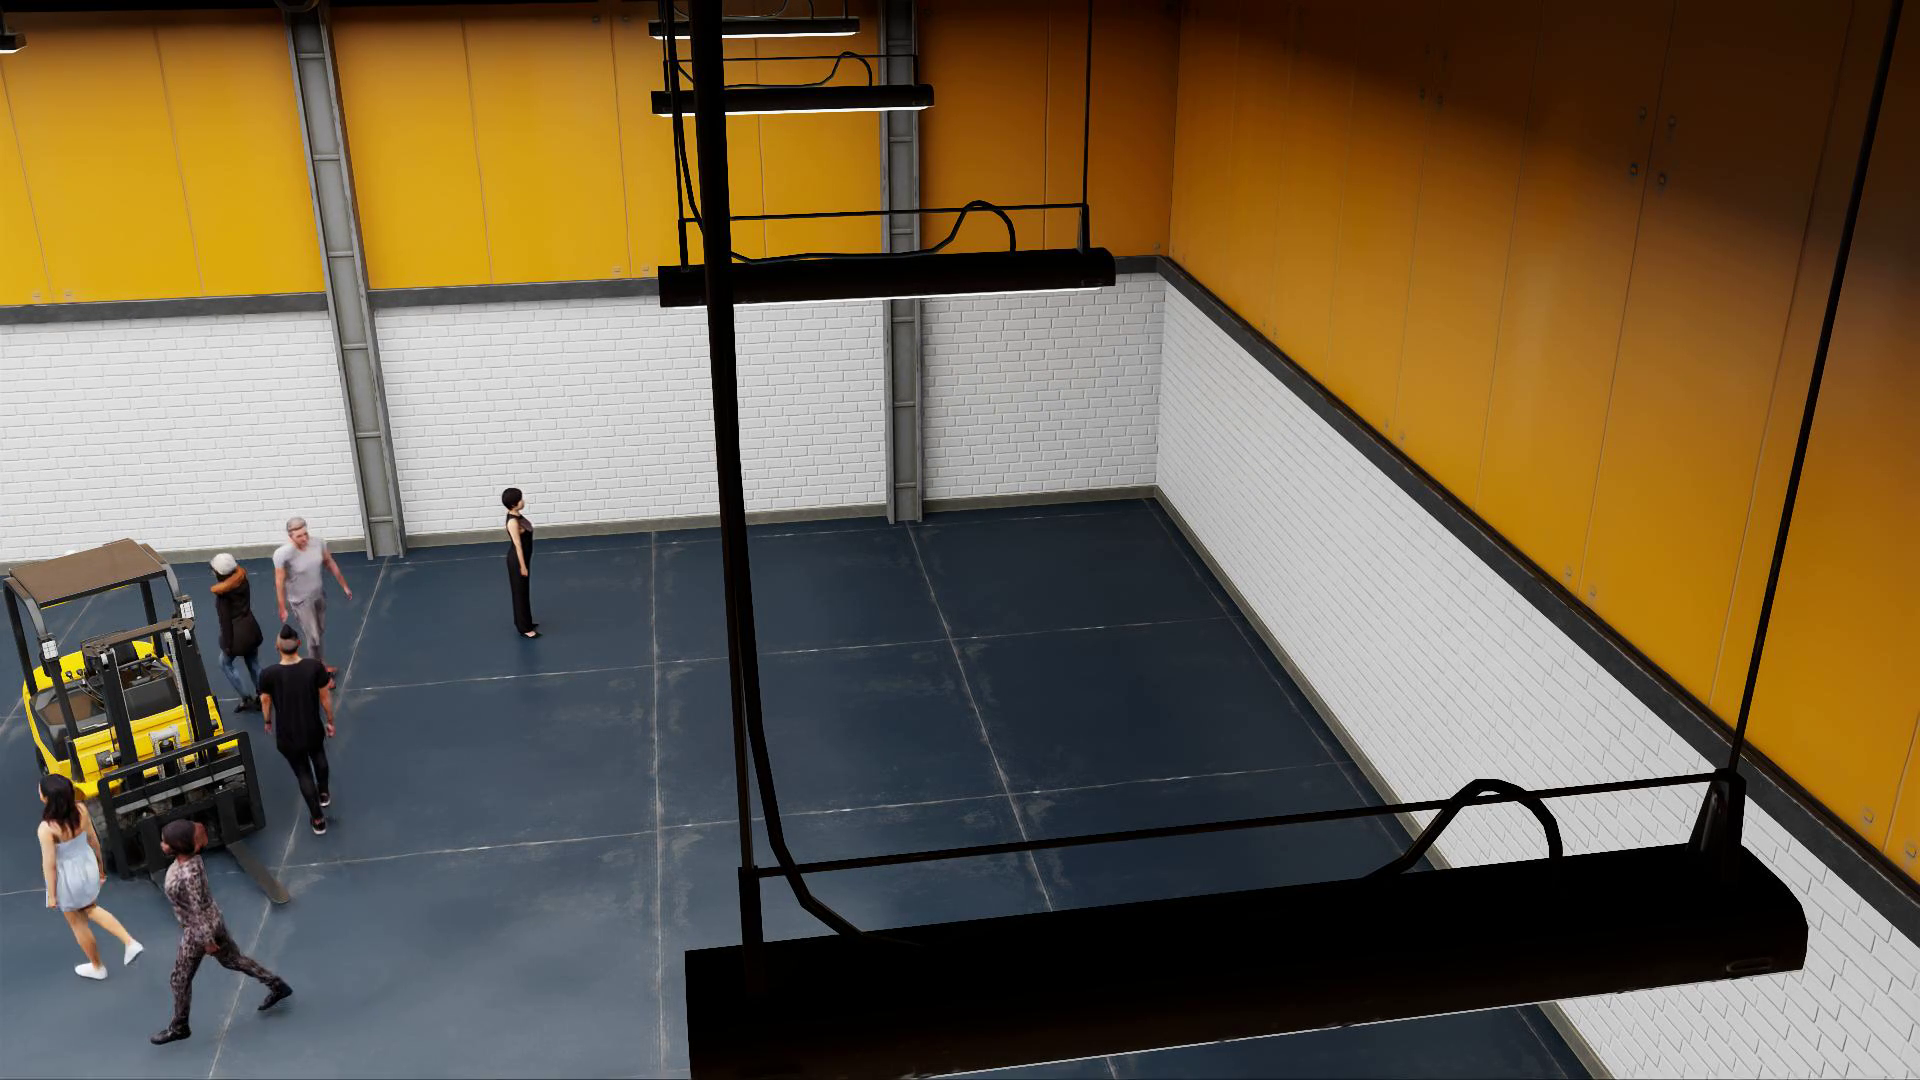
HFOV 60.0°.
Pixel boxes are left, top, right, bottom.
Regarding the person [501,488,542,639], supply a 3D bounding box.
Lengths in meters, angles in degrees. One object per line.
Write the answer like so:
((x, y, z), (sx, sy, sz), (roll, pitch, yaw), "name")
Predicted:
((-4.502, 0.220, 16.960), (0.546, 1.603, 0.602), (-7, 25, -16), "person")

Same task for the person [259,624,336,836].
((-5.379, 1.563, 13.595), (0.987, 1.839, 0.952), (-15, 28, -30), "person")

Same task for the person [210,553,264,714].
((-6.615, 0.880, 15.419), (0.742, 1.629, 0.738), (7, 24, 15), "person")

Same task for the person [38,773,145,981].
((-6.197, 2.421, 11.785), (0.896, 1.716, 0.760), (5, 24, 12), "person")

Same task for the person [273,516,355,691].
((-6.318, 0.558, 15.967), (1.025, 1.780, 0.996), (8, 25, 18), "person")

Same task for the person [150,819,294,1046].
((-5.074, 2.637, 11.348), (1.222, 1.671, 0.815), (-11, 26, -23), "person")
